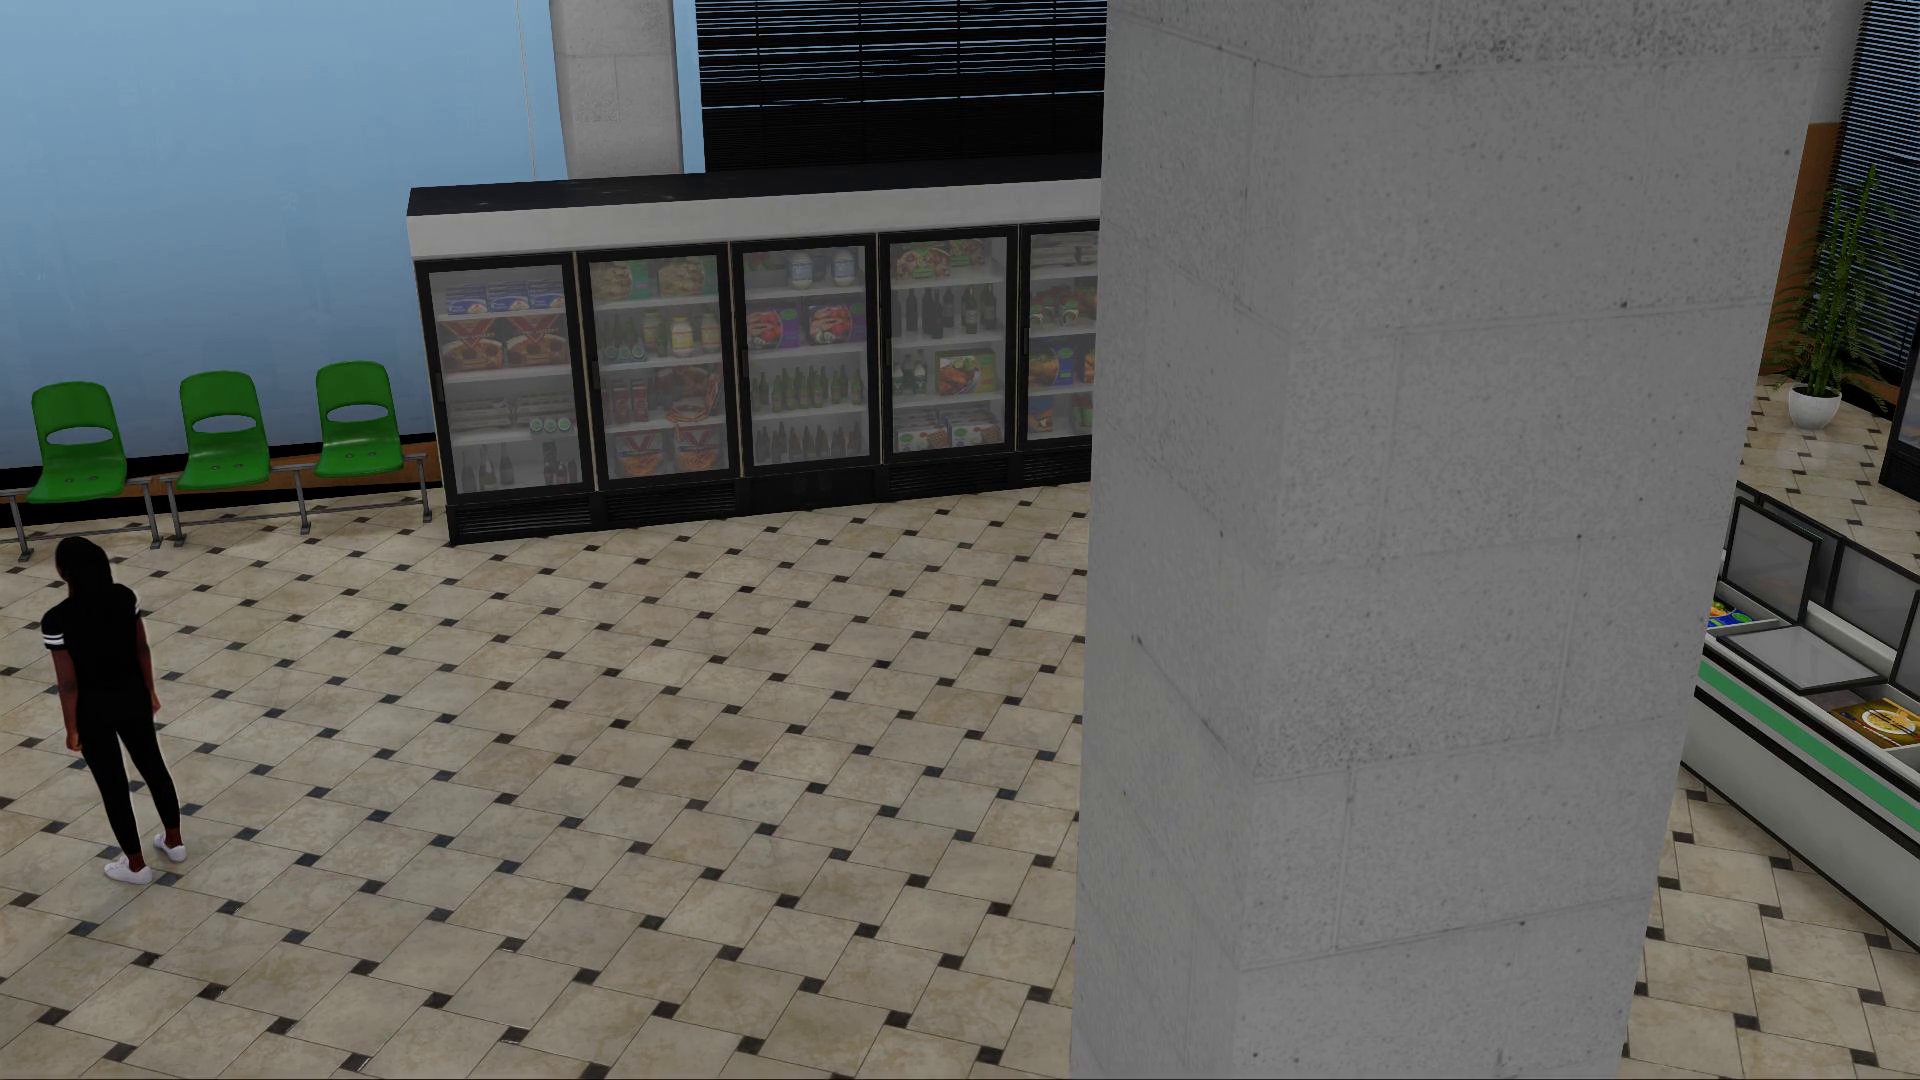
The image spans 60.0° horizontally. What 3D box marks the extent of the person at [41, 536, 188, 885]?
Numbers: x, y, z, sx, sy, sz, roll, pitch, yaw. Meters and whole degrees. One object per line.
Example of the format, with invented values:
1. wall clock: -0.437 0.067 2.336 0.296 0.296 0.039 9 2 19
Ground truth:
1. person: -3.912 0.779 7.667 0.756 1.729 0.697 13 27 28
